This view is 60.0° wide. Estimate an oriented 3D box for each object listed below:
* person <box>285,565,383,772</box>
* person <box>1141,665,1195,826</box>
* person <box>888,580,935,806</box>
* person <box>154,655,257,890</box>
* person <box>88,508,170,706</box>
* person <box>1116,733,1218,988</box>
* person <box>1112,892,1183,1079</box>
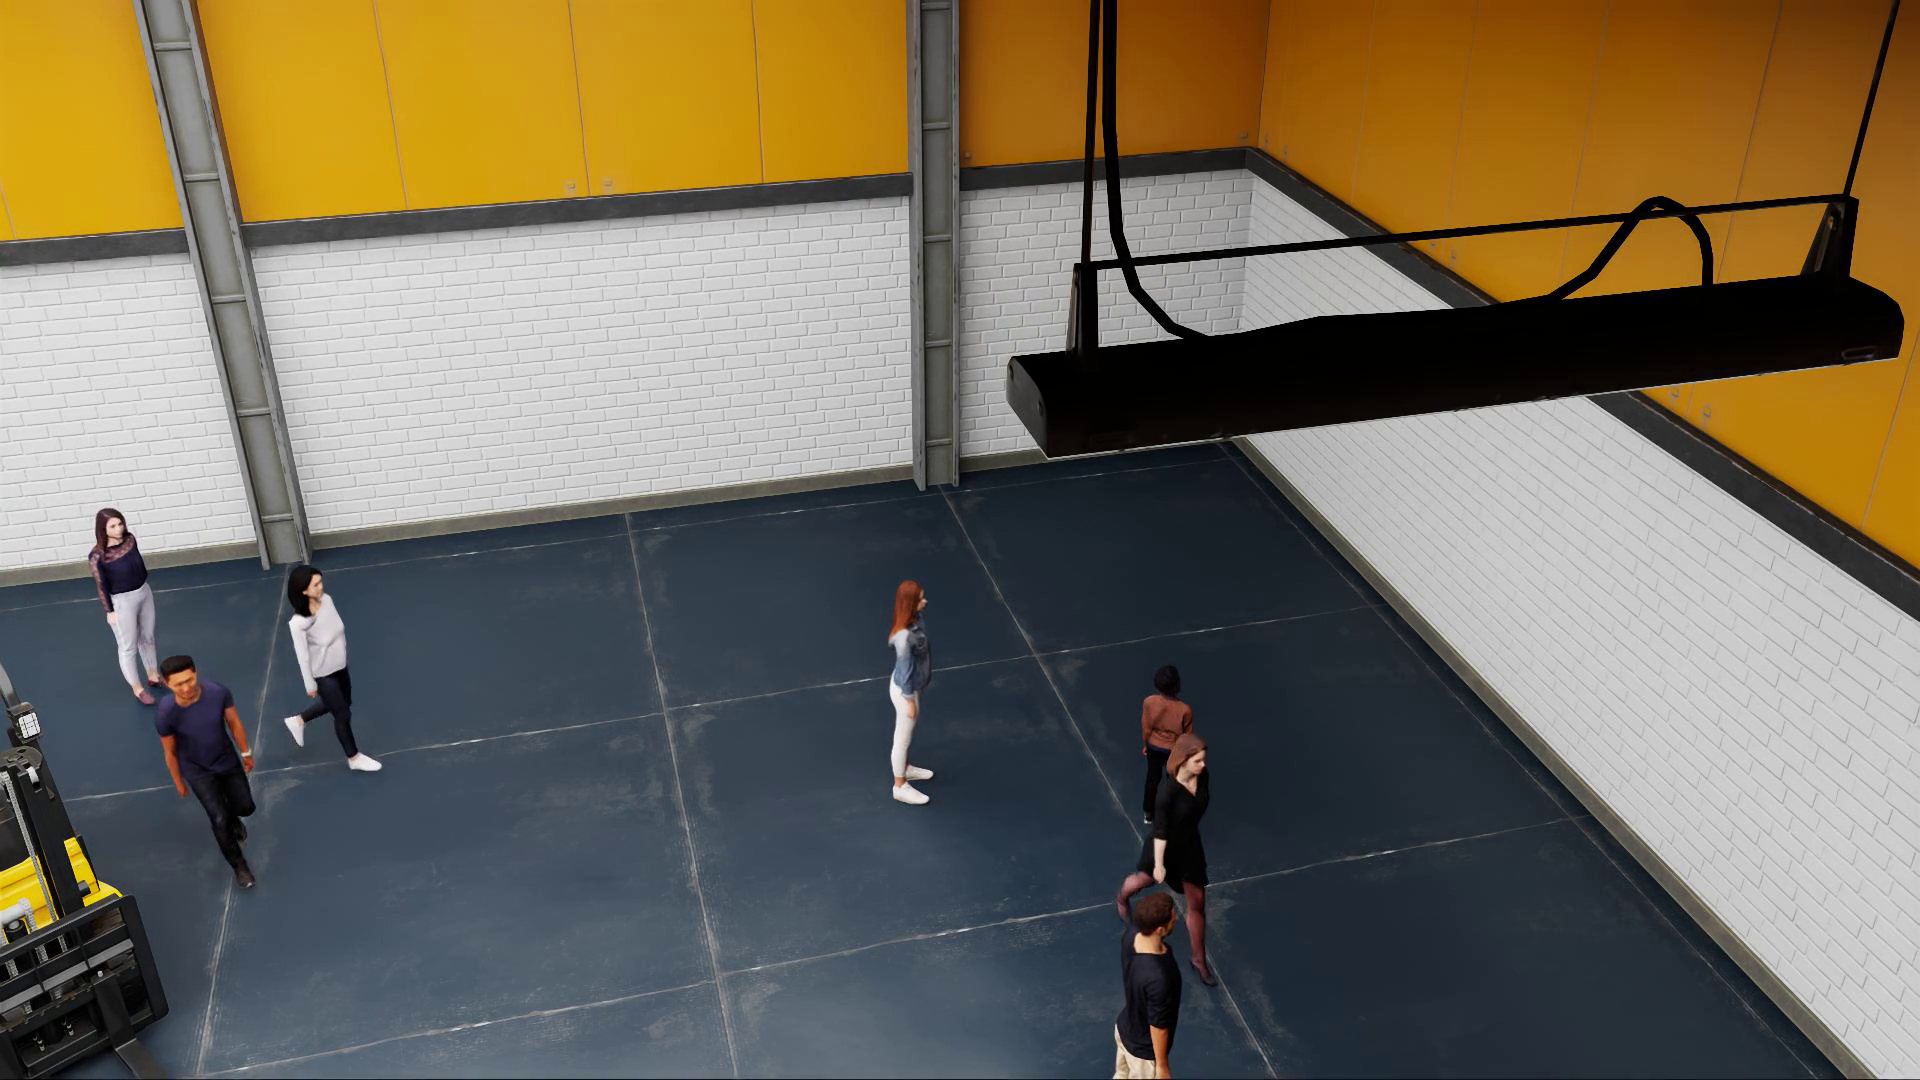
[{"bbox_3d":[-4.569,0.916,11.799,1.066,1.681,0.870,5,29,9],"label":"person"},{"bbox_3d":[1.400,1.407,11.346,0.573,1.253,0.648,13,31,22],"label":"person"},{"bbox_3d":[-0.374,1.030,11.569,0.640,1.702,0.675,3,29,6],"label":"person"},{"bbox_3d":[-4.873,1.432,10.763,0.929,1.769,0.931,-23,36,-35],"label":"person"},{"bbox_3d":[-6.309,0.485,12.667,0.685,1.607,0.677,8,30,14],"label":"person"},{"bbox_3d":[1.224,1.858,10.108,1.138,1.647,0.981,-20,34,-32],"label":"person"},{"bbox_3d":[0.941,2.570,8.590,0.544,1.851,0.635,-6,29,-12],"label":"person"}]
